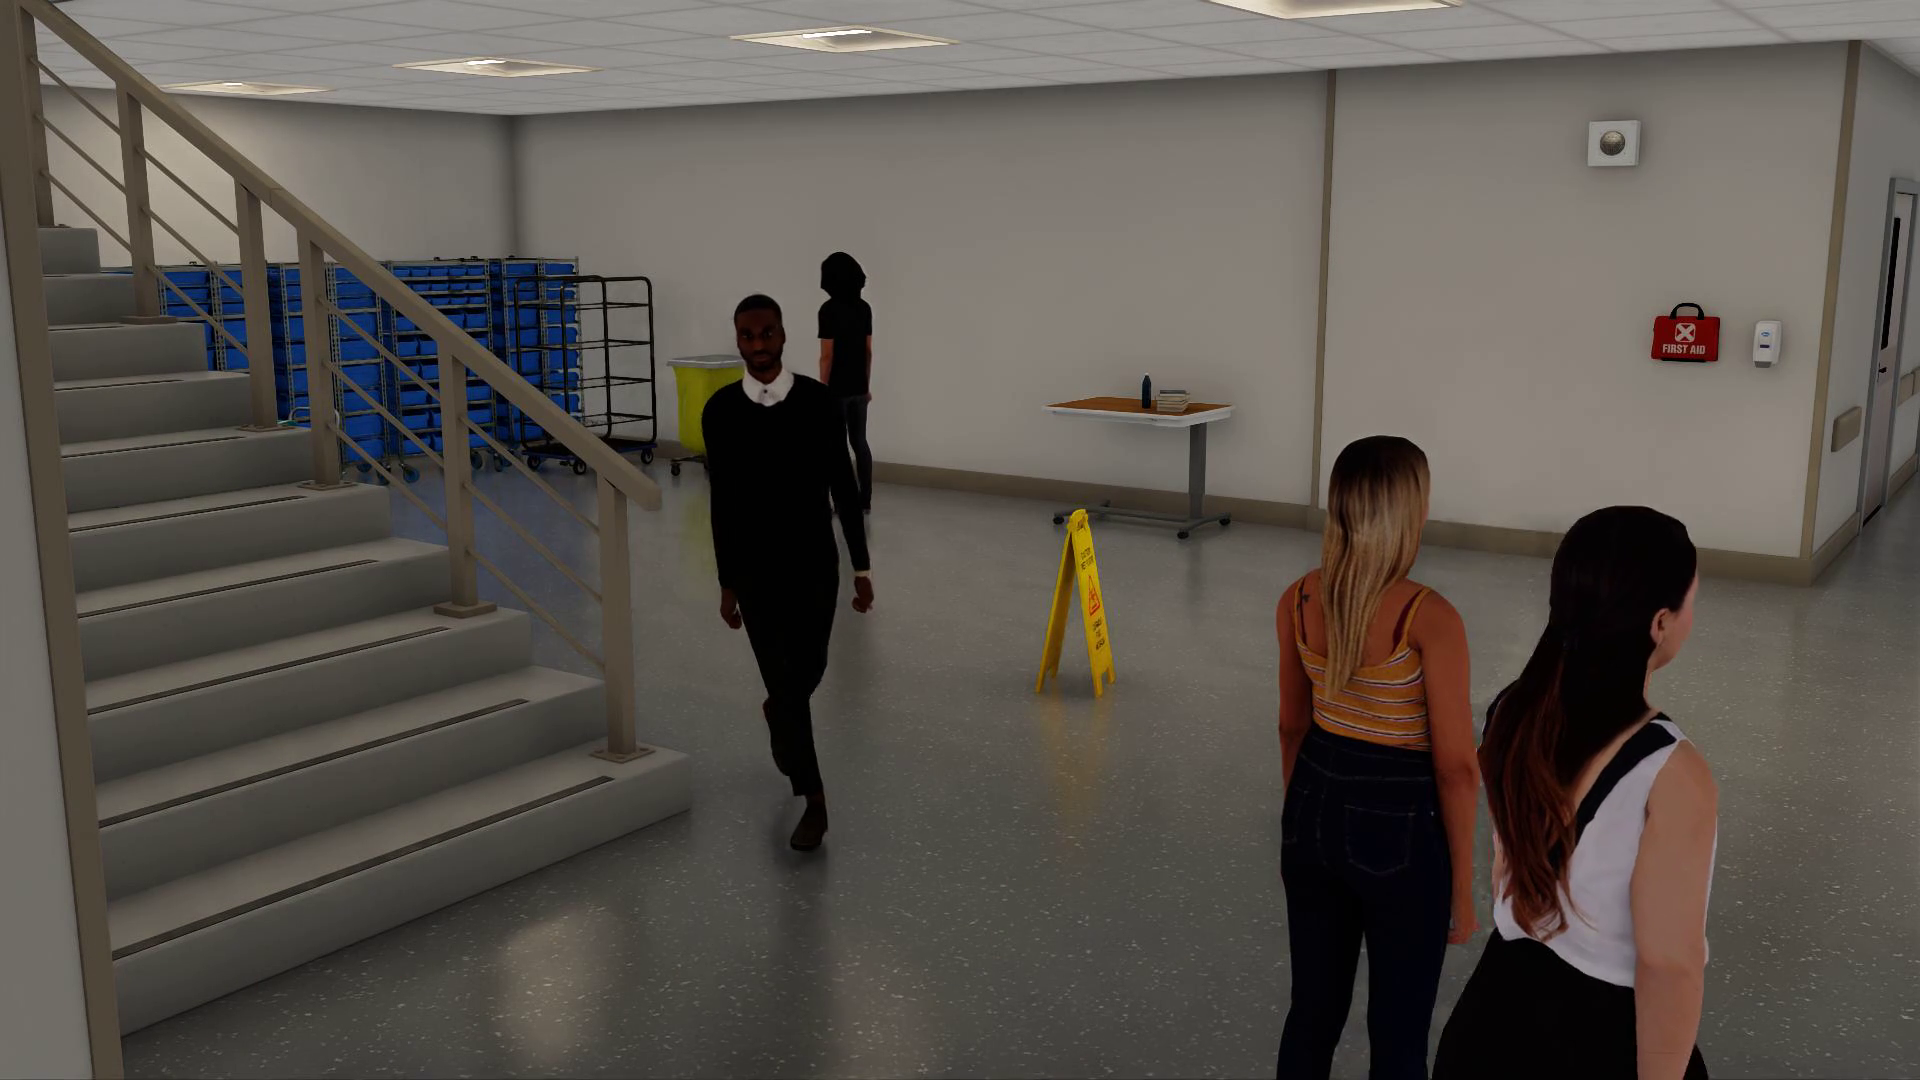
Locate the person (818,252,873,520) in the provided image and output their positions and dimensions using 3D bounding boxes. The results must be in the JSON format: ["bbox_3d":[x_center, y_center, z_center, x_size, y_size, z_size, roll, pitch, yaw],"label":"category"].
[{"bbox_3d":[-0.796,-1.079,11.531,0.561,1.834,0.669,10,15,43],"label":"person"}]

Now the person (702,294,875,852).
[{"bbox_3d":[-0.599,0.088,5.585,1.182,1.772,1.215,-2,11,-10],"label":"person"}]

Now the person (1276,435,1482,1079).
[{"bbox_3d":[0.789,0.605,3.244,0.671,1.628,0.521,-10,15,-42],"label":"person"}]

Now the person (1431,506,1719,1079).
[{"bbox_3d":[0.791,0.787,2.349,0.854,1.604,1.075,-7,13,-34],"label":"person"}]
